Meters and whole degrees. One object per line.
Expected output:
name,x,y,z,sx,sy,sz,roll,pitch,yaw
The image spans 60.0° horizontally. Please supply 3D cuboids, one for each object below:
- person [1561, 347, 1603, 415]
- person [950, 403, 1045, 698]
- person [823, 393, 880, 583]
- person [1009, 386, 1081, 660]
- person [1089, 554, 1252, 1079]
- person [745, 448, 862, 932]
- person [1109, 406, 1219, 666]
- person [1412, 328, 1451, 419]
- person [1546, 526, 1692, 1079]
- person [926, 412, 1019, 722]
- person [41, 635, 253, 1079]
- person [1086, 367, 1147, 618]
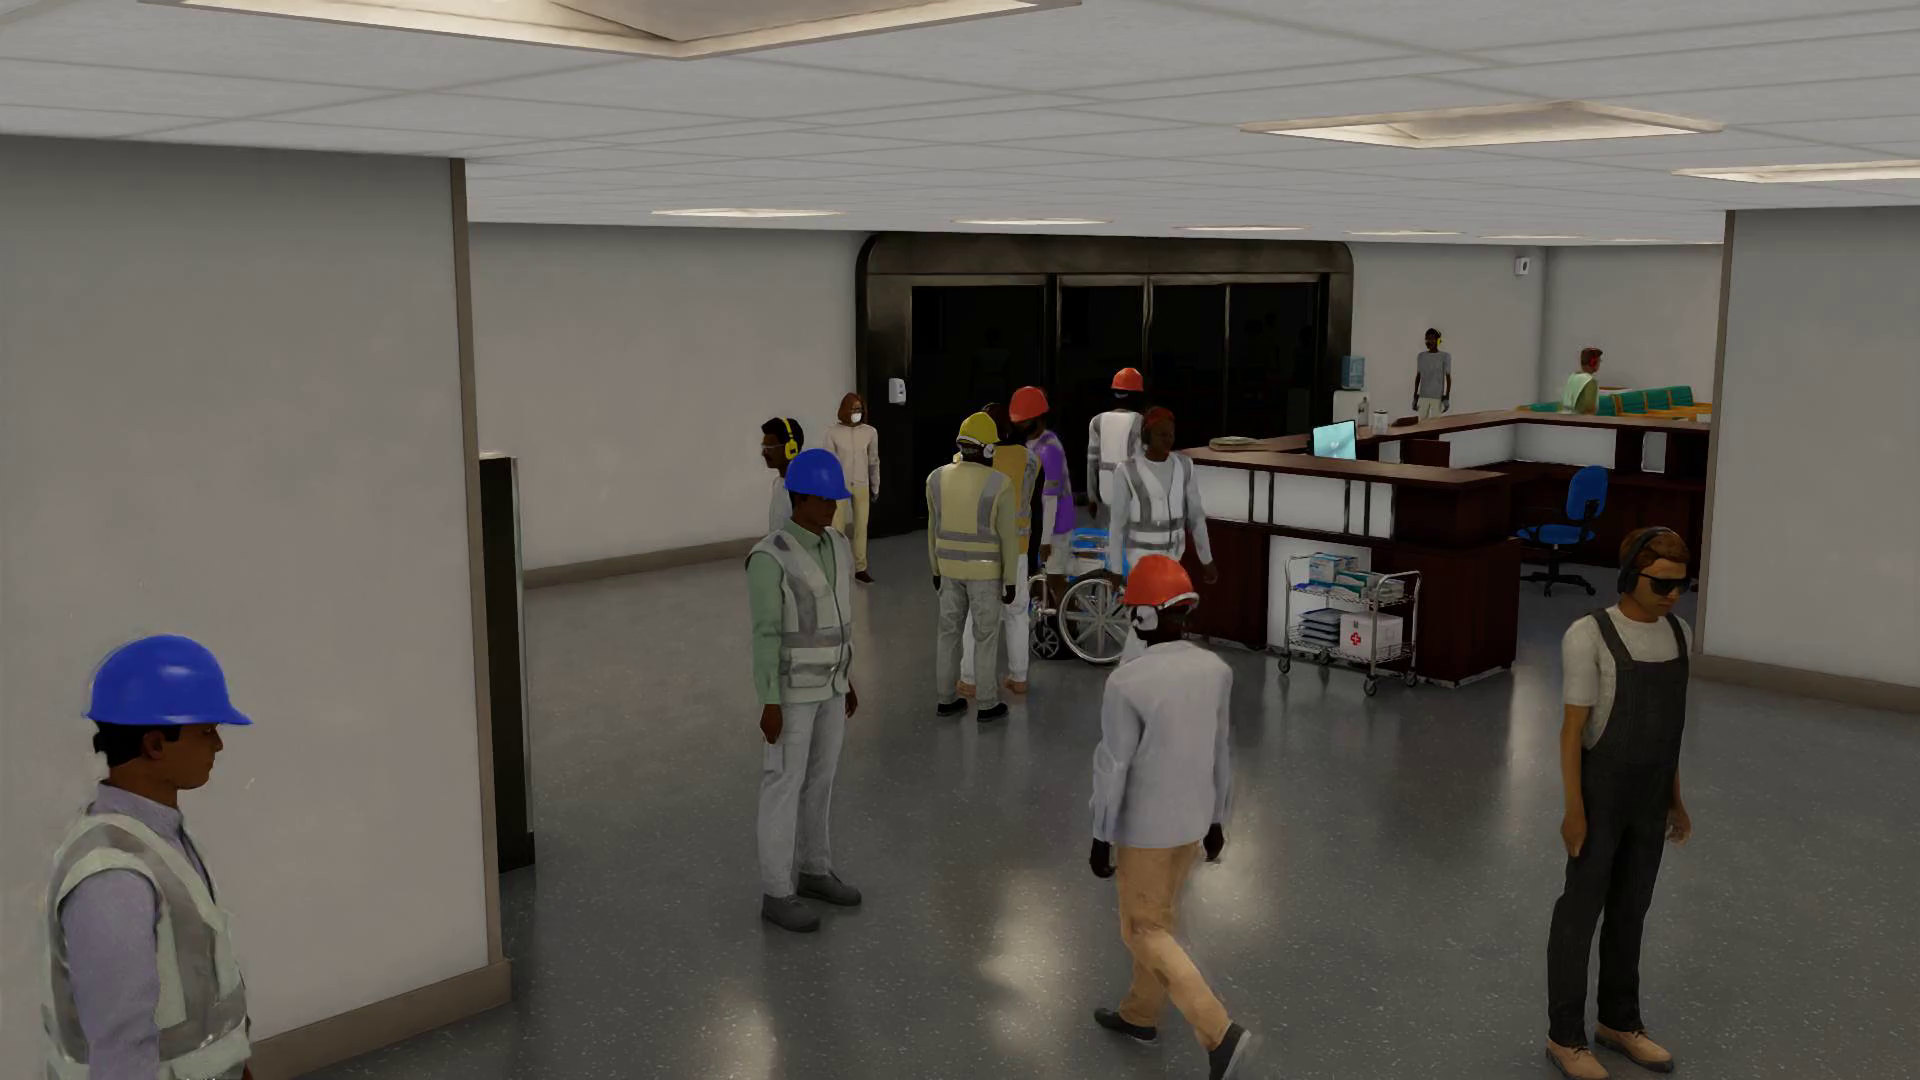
person,6.647,-1.151,17.831,0.433,1.822,0.608,0,9,2
person,0.213,0.064,10.373,0.626,1.836,0.431,-3,10,-15
person,-0.914,-0.430,14.027,0.504,1.627,0.285,-4,10,-23
person,0.565,-0.096,11.185,0.610,1.882,0.584,-2,9,-11
person,0.706,0.915,5.468,0.570,1.727,0.720,-8,13,-42
person,-0.612,0.592,6.768,0.409,1.943,0.615,5,11,30
person,1.220,0.121,9.989,0.599,1.829,0.976,-6,11,-31
person,6.300,-1.894,22.251,0.536,1.869,0.314,8,12,41
person,2.178,0.859,5.453,0.506,1.840,0.345,-4,10,-23
person,0.085,0.166,9.764,0.596,1.828,0.403,5,11,29
person,-1.579,1.153,3.360,0.456,1.930,0.629,-3,10,-20
person,1.313,-0.364,12.750,0.552,1.901,0.841,7,12,37
